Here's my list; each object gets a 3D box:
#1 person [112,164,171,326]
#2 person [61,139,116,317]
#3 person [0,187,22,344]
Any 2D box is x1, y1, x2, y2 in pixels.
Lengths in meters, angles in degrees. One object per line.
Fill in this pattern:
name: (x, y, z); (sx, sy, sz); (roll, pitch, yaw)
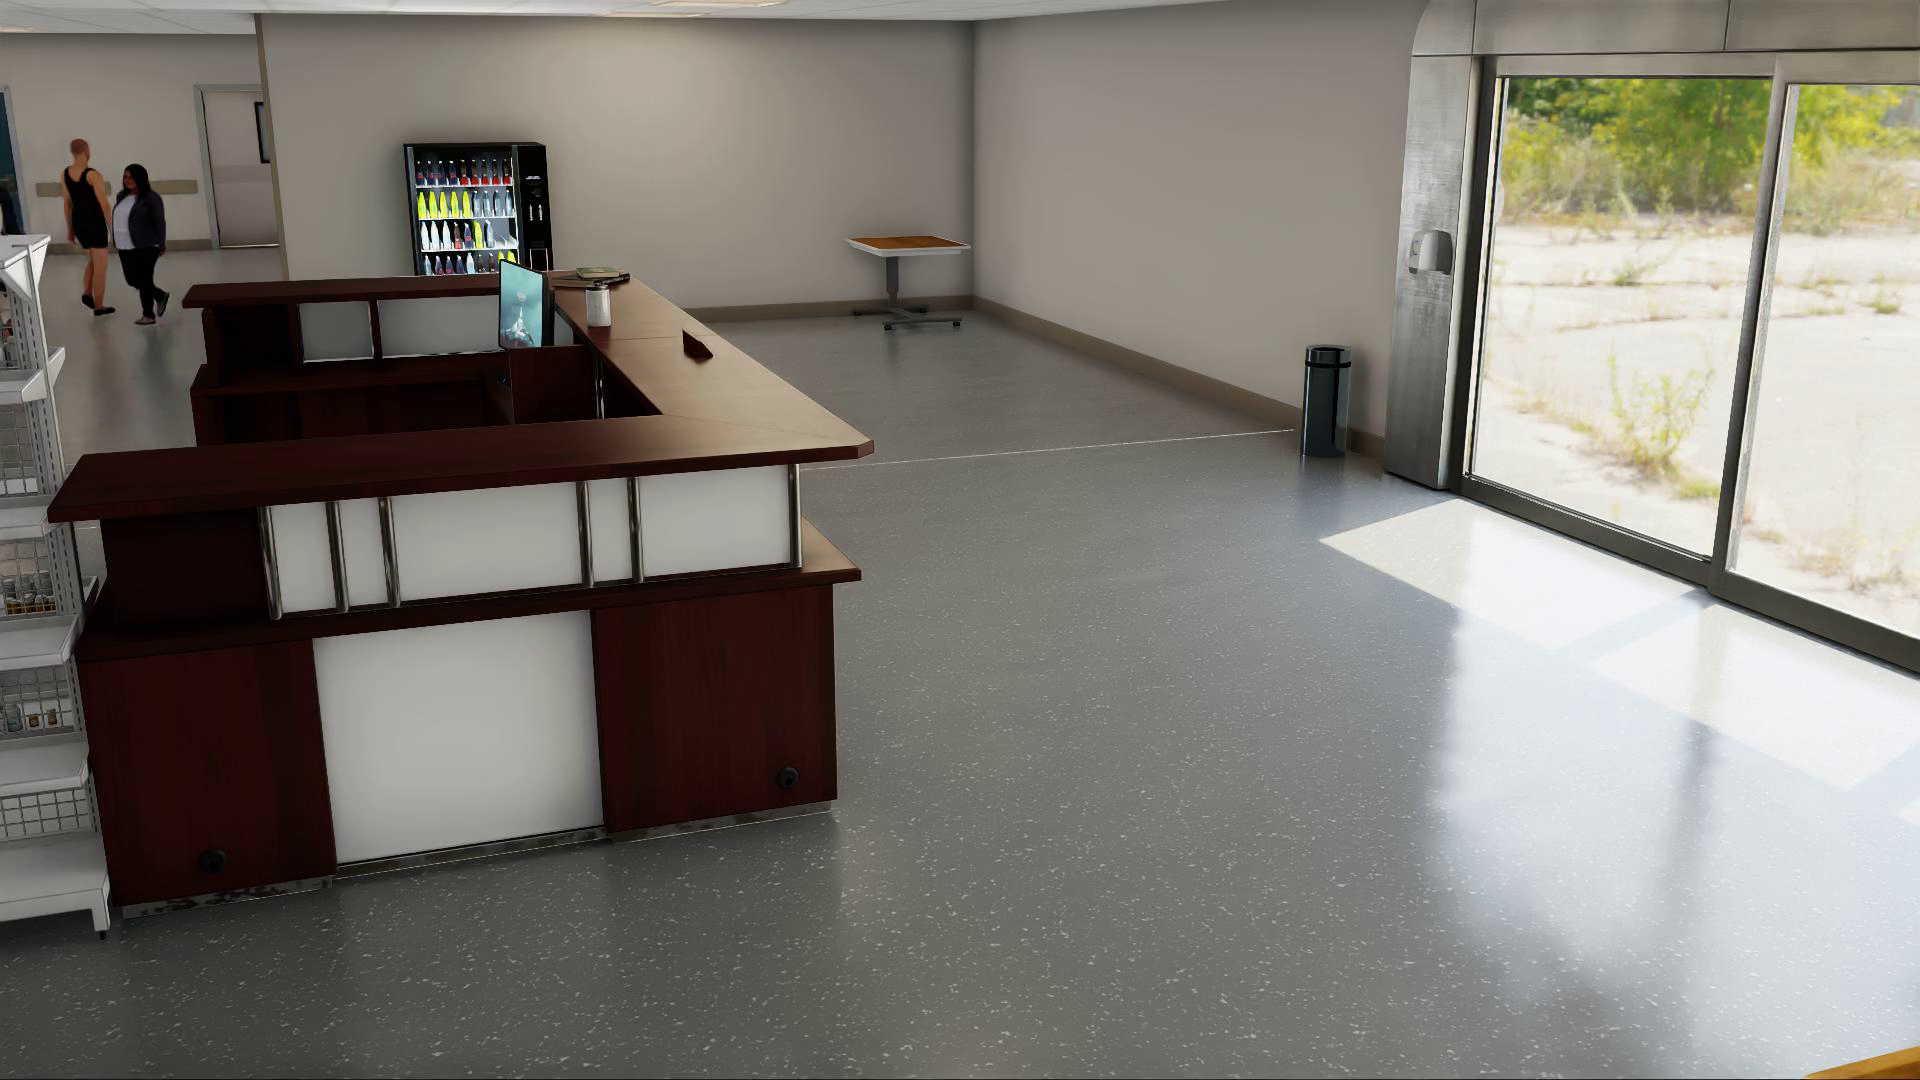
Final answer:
person: (-8.251, -2.981, 16.815); (0.959, 1.580, 0.991); (5, 16, 16)
person: (-9.117, -3.227, 17.273); (0.797, 1.804, 0.882); (5, 16, 16)
person: (-7.958, -2.240, 13.692); (1.070, 1.846, 0.756); (-6, 17, -21)
